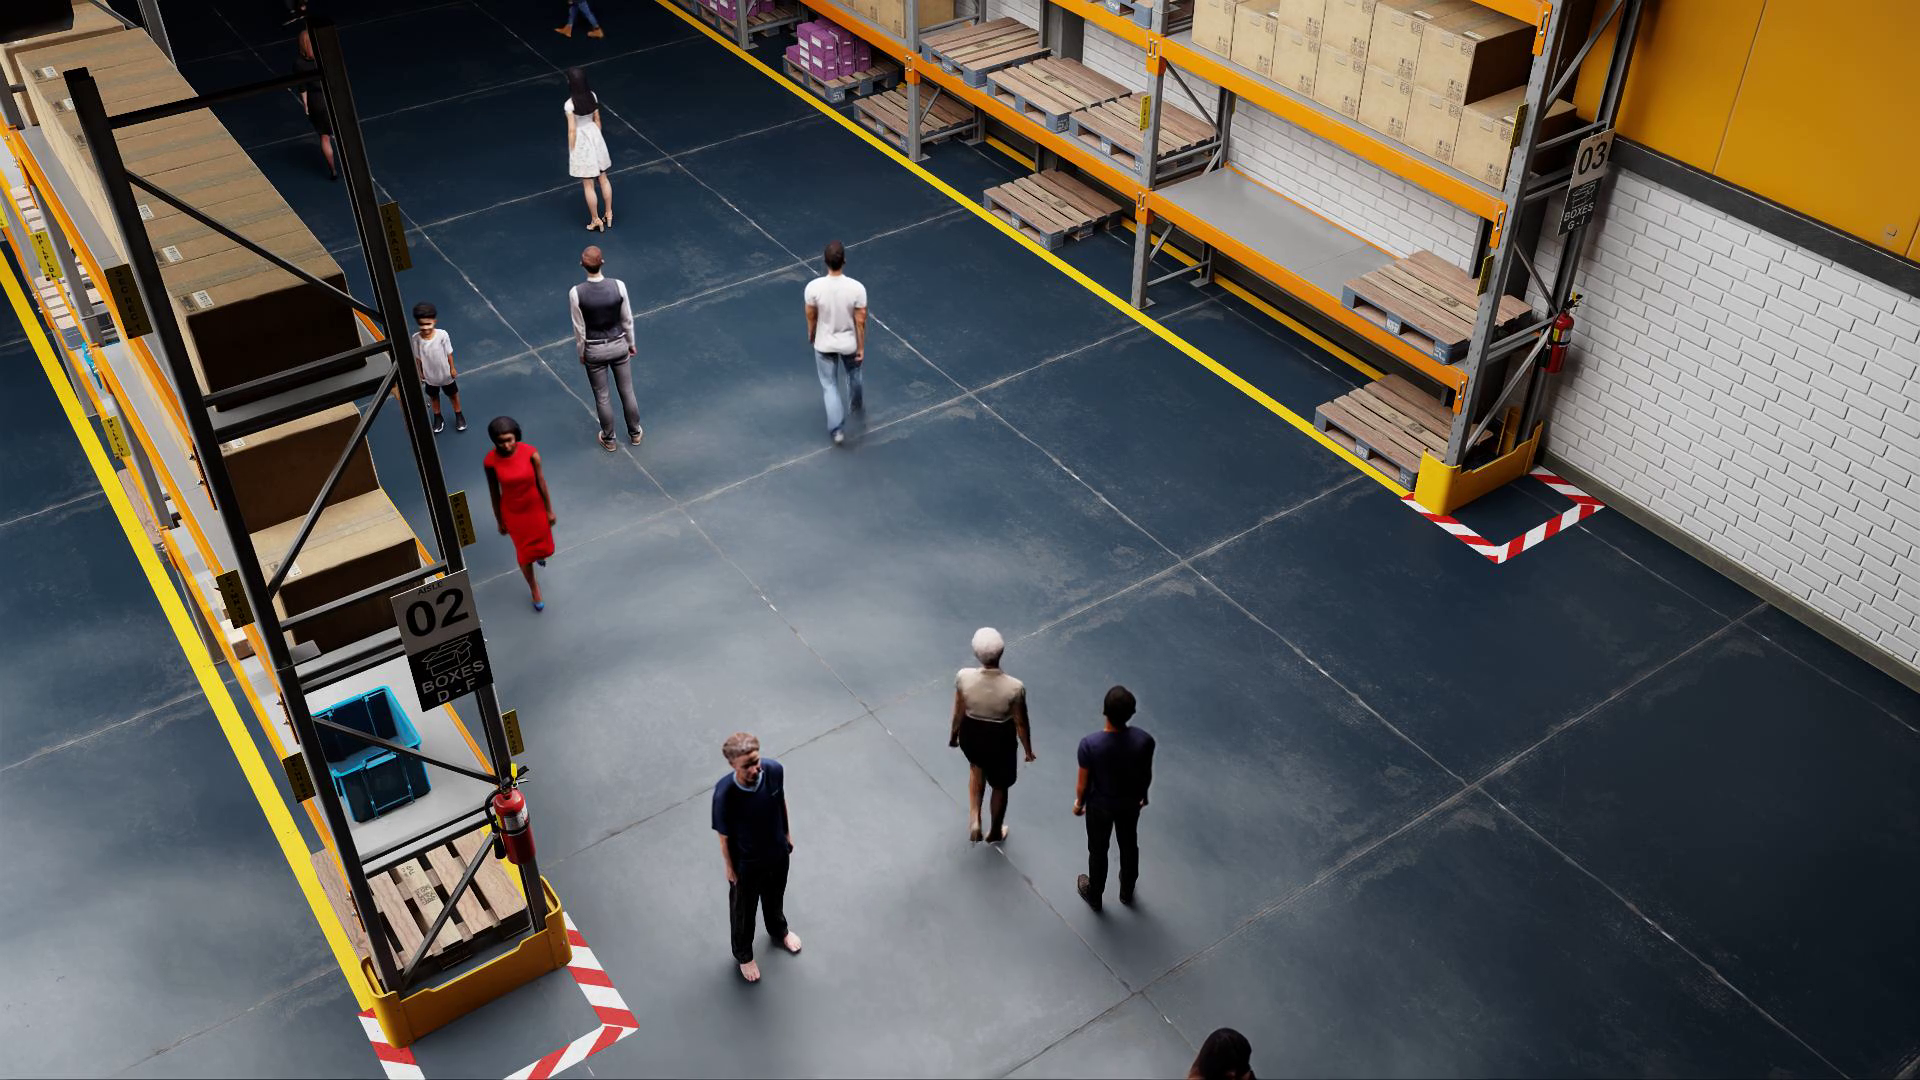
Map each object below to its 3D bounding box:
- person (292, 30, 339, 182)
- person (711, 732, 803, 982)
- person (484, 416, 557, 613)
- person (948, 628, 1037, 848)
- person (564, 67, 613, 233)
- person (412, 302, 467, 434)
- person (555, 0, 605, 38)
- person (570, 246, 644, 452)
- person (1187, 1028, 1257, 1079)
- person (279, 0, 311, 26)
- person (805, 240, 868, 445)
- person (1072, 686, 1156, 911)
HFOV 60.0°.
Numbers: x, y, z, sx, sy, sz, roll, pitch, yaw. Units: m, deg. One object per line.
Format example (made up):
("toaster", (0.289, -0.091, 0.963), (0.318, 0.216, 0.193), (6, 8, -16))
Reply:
("person", (-6.970, -4.755, 18.241), (0.640, 1.704, 0.595), (-12, 40, -15))
("person", (-1.217, 1.837, 9.852), (0.681, 1.872, 0.575), (-29, 47, -31))
("person", (-3.304, -0.249, 12.576), (0.680, 1.732, 0.810), (-14, 41, -17))
("person", (0.139, 1.344, 10.577), (0.893, 1.737, 0.962), (16, 41, 19))
("person", (-3.881, -4.064, 17.320), (0.714, 1.774, 0.713), (28, 47, 31))
("person", (-4.583, -1.526, 14.557), (0.551, 1.255, 0.579), (-6, 39, -7))
("person", (-4.906, -7.075, 21.540), (0.822, 1.212, 0.853), (1, 39, 1))
("person", (-3.009, -1.633, 14.144), (0.718, 1.938, 0.656), (-13, 40, -15))
("person", (1.259, 3.017, 8.500), (0.756, 1.714, 0.745), (18, 42, 21))
("person", (-8.883, -7.720, 21.950), (0.680, 1.709, 0.607), (-22, 44, -26))
("person", (-1.053, -1.646, 14.243), (0.976, 1.834, 1.119), (-3, 39, -4))
("person", (0.943, 1.600, 10.212), (0.715, 1.793, 0.681), (-7, 39, -9))
